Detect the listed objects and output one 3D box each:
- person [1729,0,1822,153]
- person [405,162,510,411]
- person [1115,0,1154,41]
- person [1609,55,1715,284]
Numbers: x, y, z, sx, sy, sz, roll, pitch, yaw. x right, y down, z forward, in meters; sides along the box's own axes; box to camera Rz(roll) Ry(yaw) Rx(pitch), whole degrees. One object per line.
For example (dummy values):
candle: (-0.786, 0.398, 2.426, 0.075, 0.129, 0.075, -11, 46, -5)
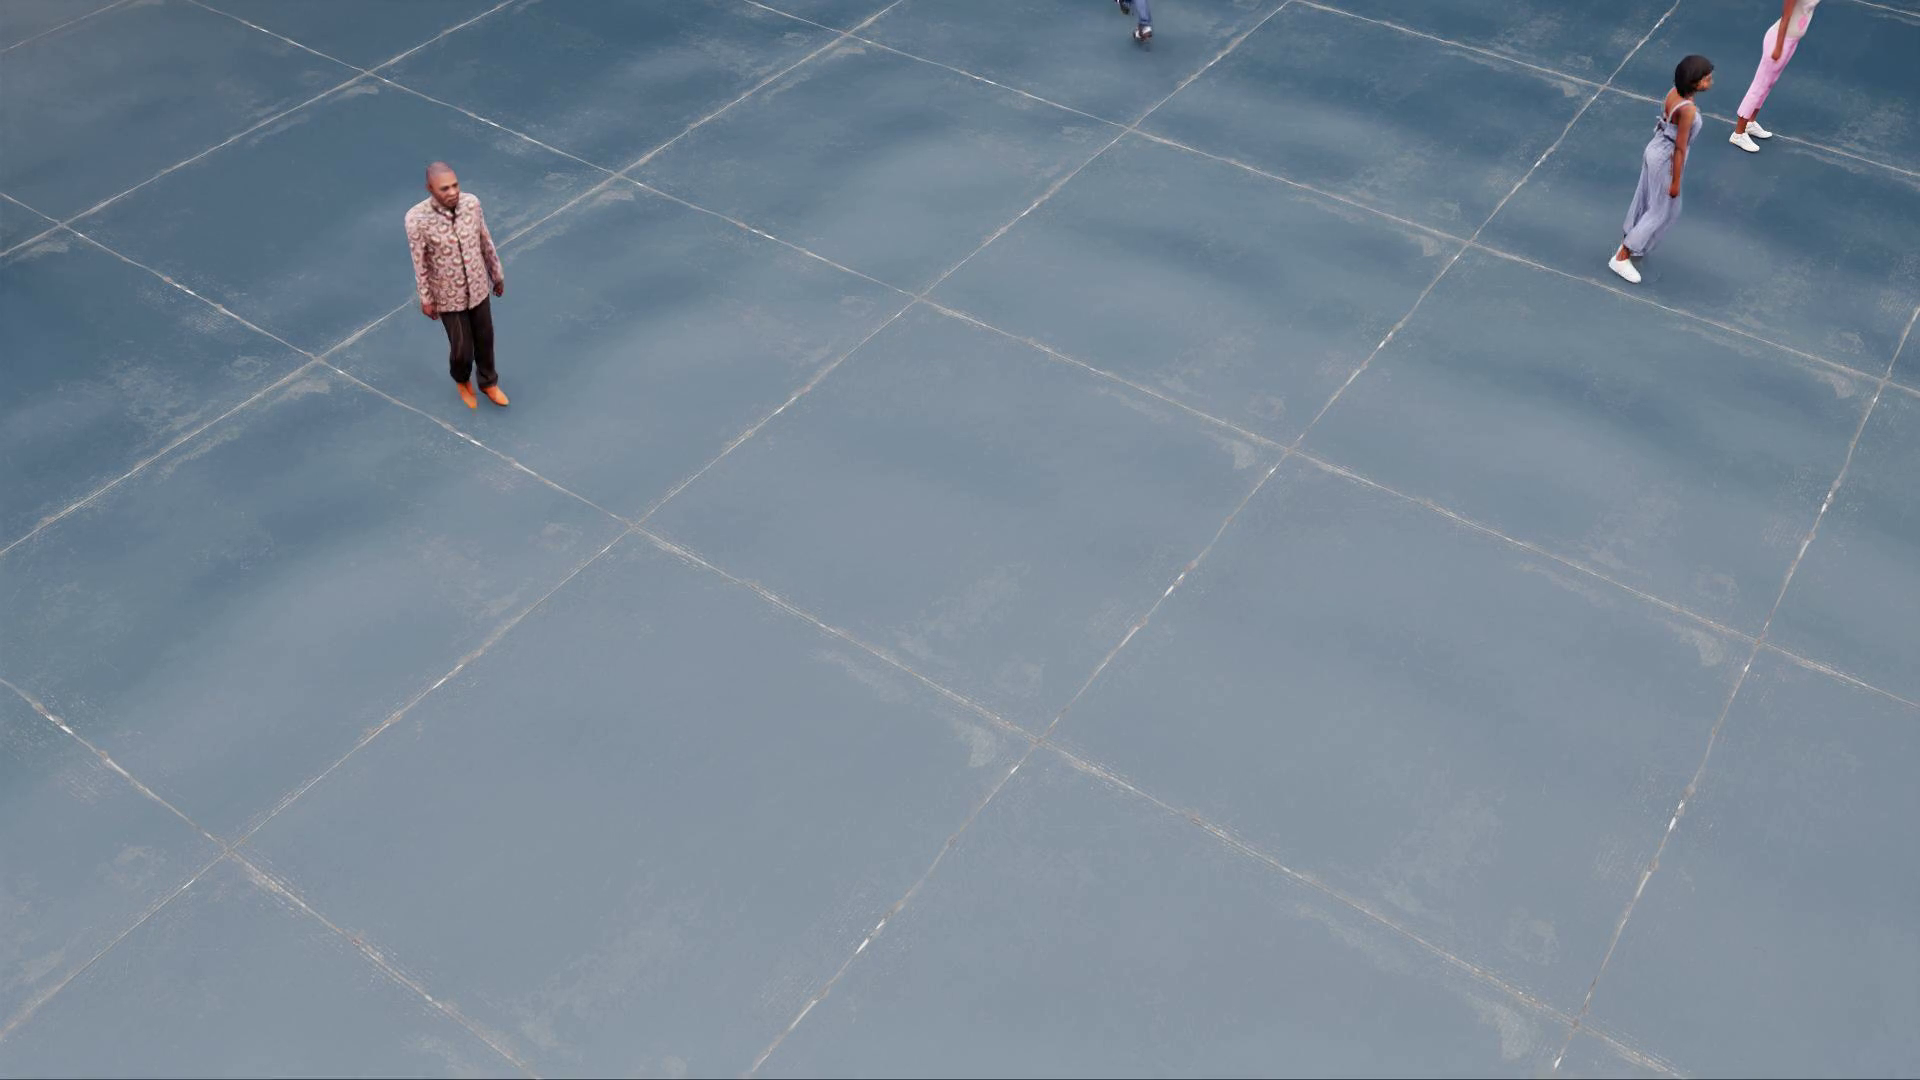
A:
person: (6.522, -3.967, 13.190, 0.546, 1.740, 0.602, 32, 52, 29)
person: (-3.249, -1.644, 10.662, 0.773, 1.795, 0.736, -32, 52, -29)
person: (1.596, -5.286, 14.538, 1.075, 1.829, 1.268, -14, 45, -15)
person: (4.997, -2.667, 11.834, 0.766, 1.691, 0.762, 1, 43, 1)
